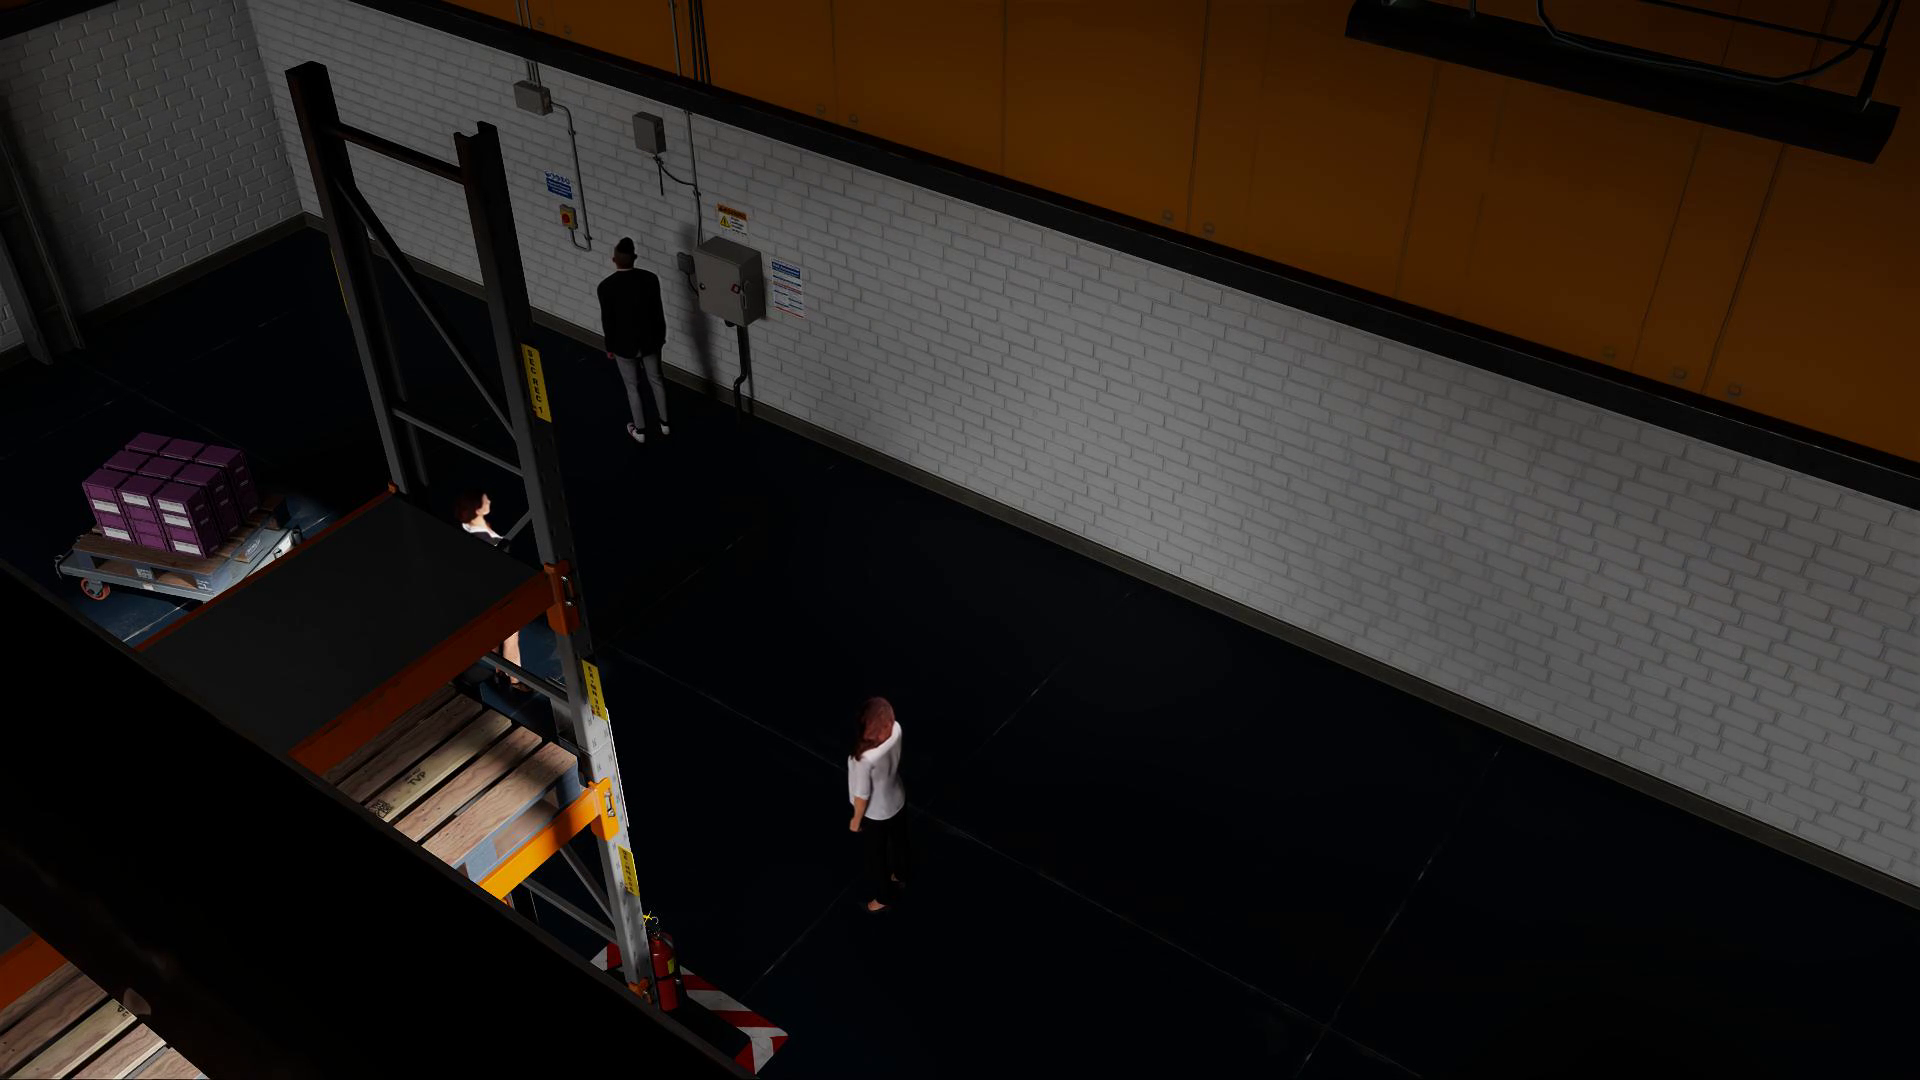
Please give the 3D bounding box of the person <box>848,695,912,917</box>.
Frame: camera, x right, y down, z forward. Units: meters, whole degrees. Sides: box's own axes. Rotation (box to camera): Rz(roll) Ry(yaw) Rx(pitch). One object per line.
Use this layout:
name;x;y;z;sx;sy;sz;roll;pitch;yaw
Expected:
person;-0.468;1.614;10.094;0.669;1.795;0.457;22;43;25

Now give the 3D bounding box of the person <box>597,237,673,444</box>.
person;-2.747;-1.716;14.140;0.734;1.948;0.858;-16;41;-19

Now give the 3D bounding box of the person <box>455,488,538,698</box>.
person;-3.259;0.377;11.642;0.610;1.796;0.526;31;48;33
